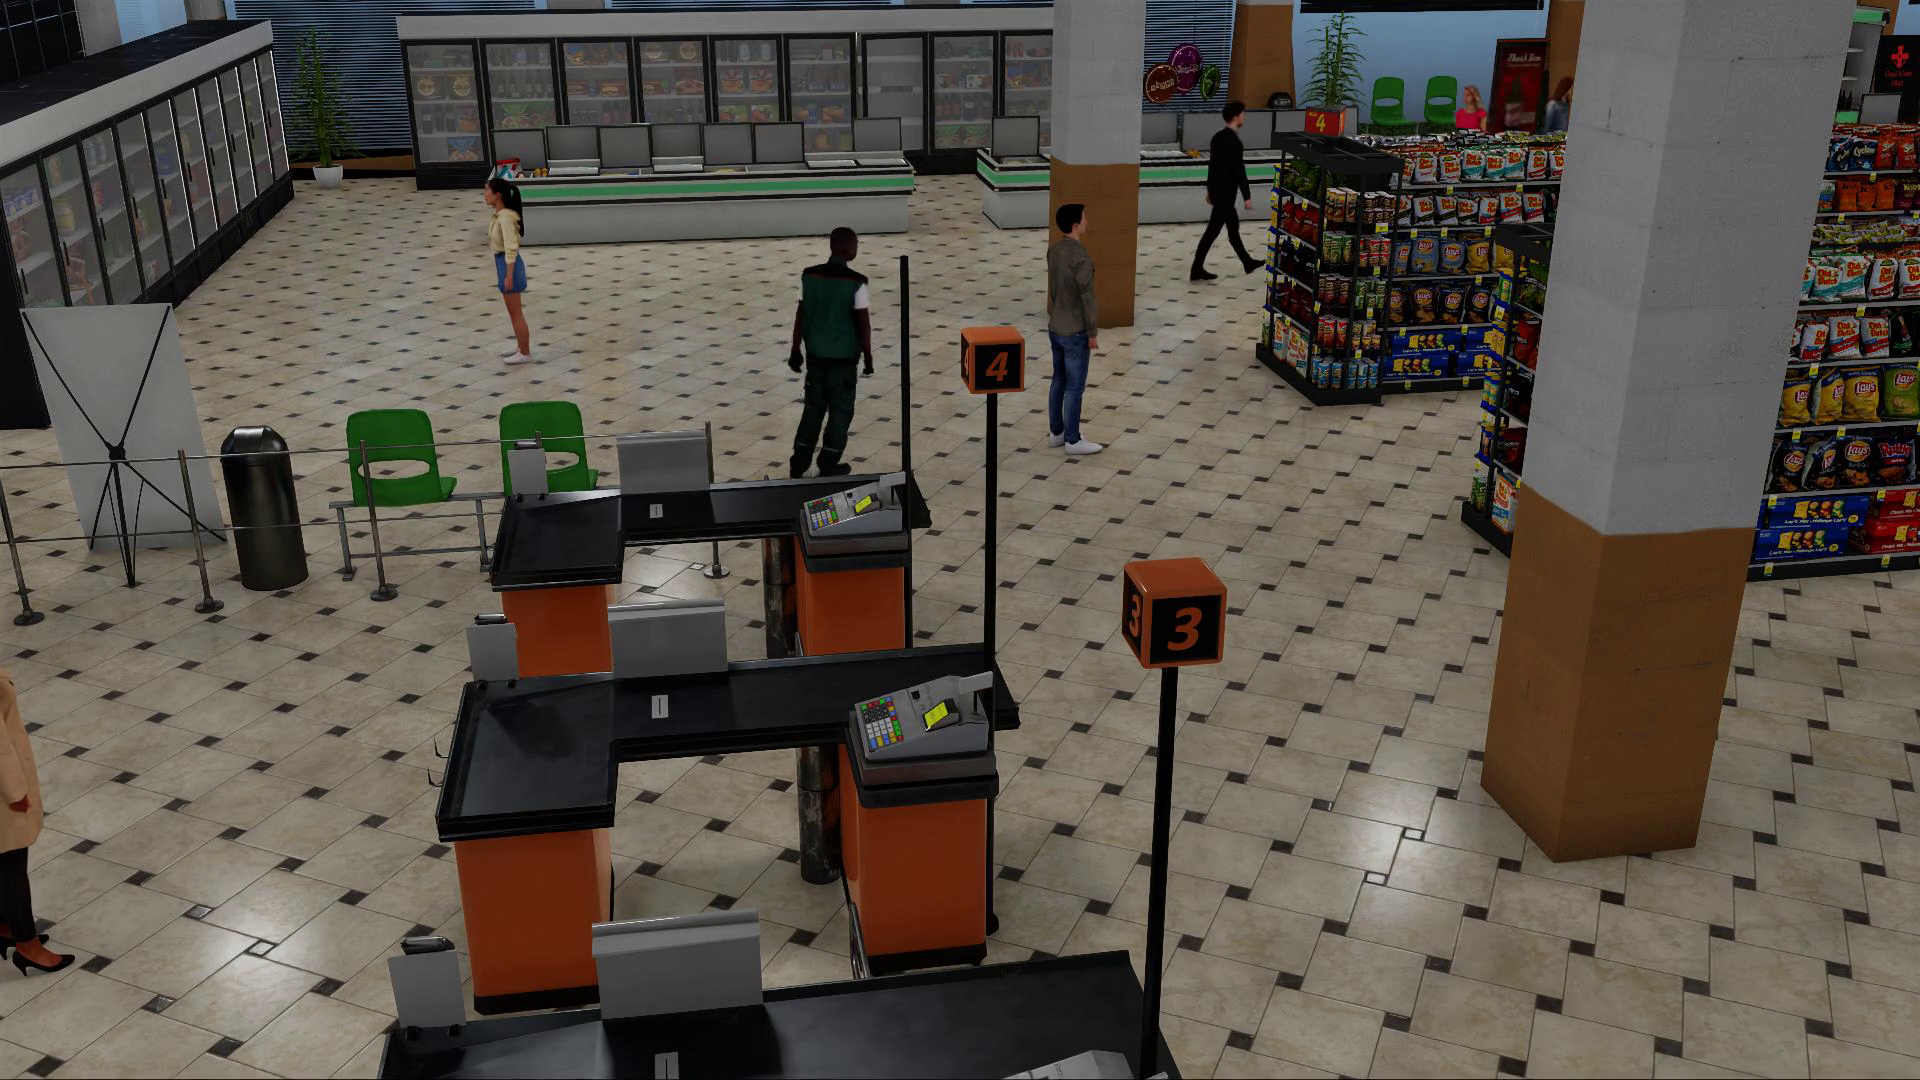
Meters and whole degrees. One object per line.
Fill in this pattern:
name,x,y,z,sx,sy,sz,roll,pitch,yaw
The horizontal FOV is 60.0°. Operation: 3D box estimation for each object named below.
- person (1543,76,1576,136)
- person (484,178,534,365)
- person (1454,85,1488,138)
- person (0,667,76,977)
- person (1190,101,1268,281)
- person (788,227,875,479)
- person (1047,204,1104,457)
person,7.544,-5.079,21.334,0.961,1.670,0.951,-18,28,-38
person,-3.966,-2.372,14.651,0.566,1.630,0.662,-6,23,-16
person,6.230,-4.676,20.274,0.805,1.713,0.871,18,28,37
person,-3.745,0.914,6.403,0.714,1.682,0.737,19,29,39
person,2.691,-3.603,17.434,1.179,1.838,0.768,-5,23,-13
person,-0.939,-1.258,11.640,0.810,1.808,0.951,3,22,7
person,0.810,-1.559,12.311,0.712,1.866,0.770,-11,25,-26
